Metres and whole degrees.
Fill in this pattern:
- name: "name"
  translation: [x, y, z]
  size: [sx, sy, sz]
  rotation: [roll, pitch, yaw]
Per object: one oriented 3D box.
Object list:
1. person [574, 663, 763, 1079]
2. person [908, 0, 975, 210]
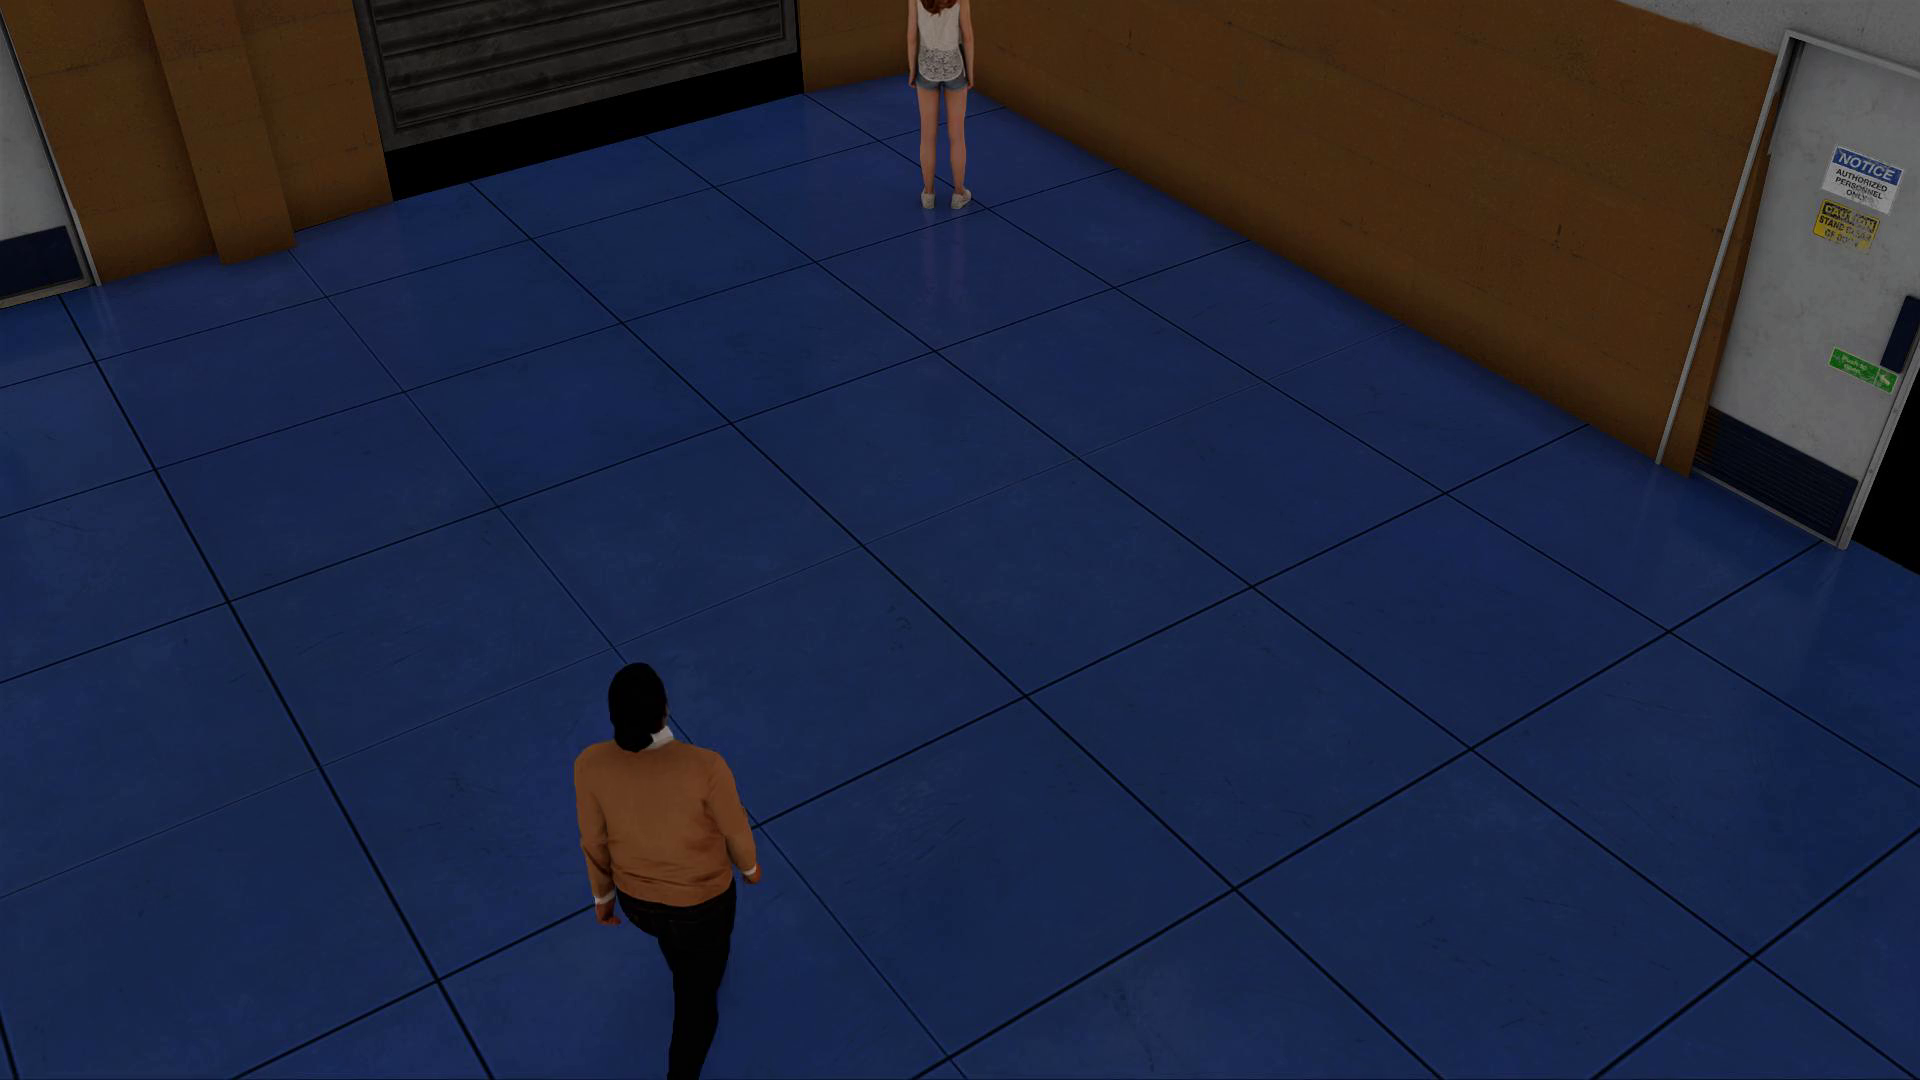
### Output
- name: "person"
  translation: [-0.903, 1.163, 5.166]
  size: [1.129, 1.718, 1.222]
  rotation: [8, 38, 10]
- name: "person"
  translation: [-0.119, -2.957, 10.621]
  size: [0.641, 1.759, 0.712]
  rotation: [4, 37, 5]
